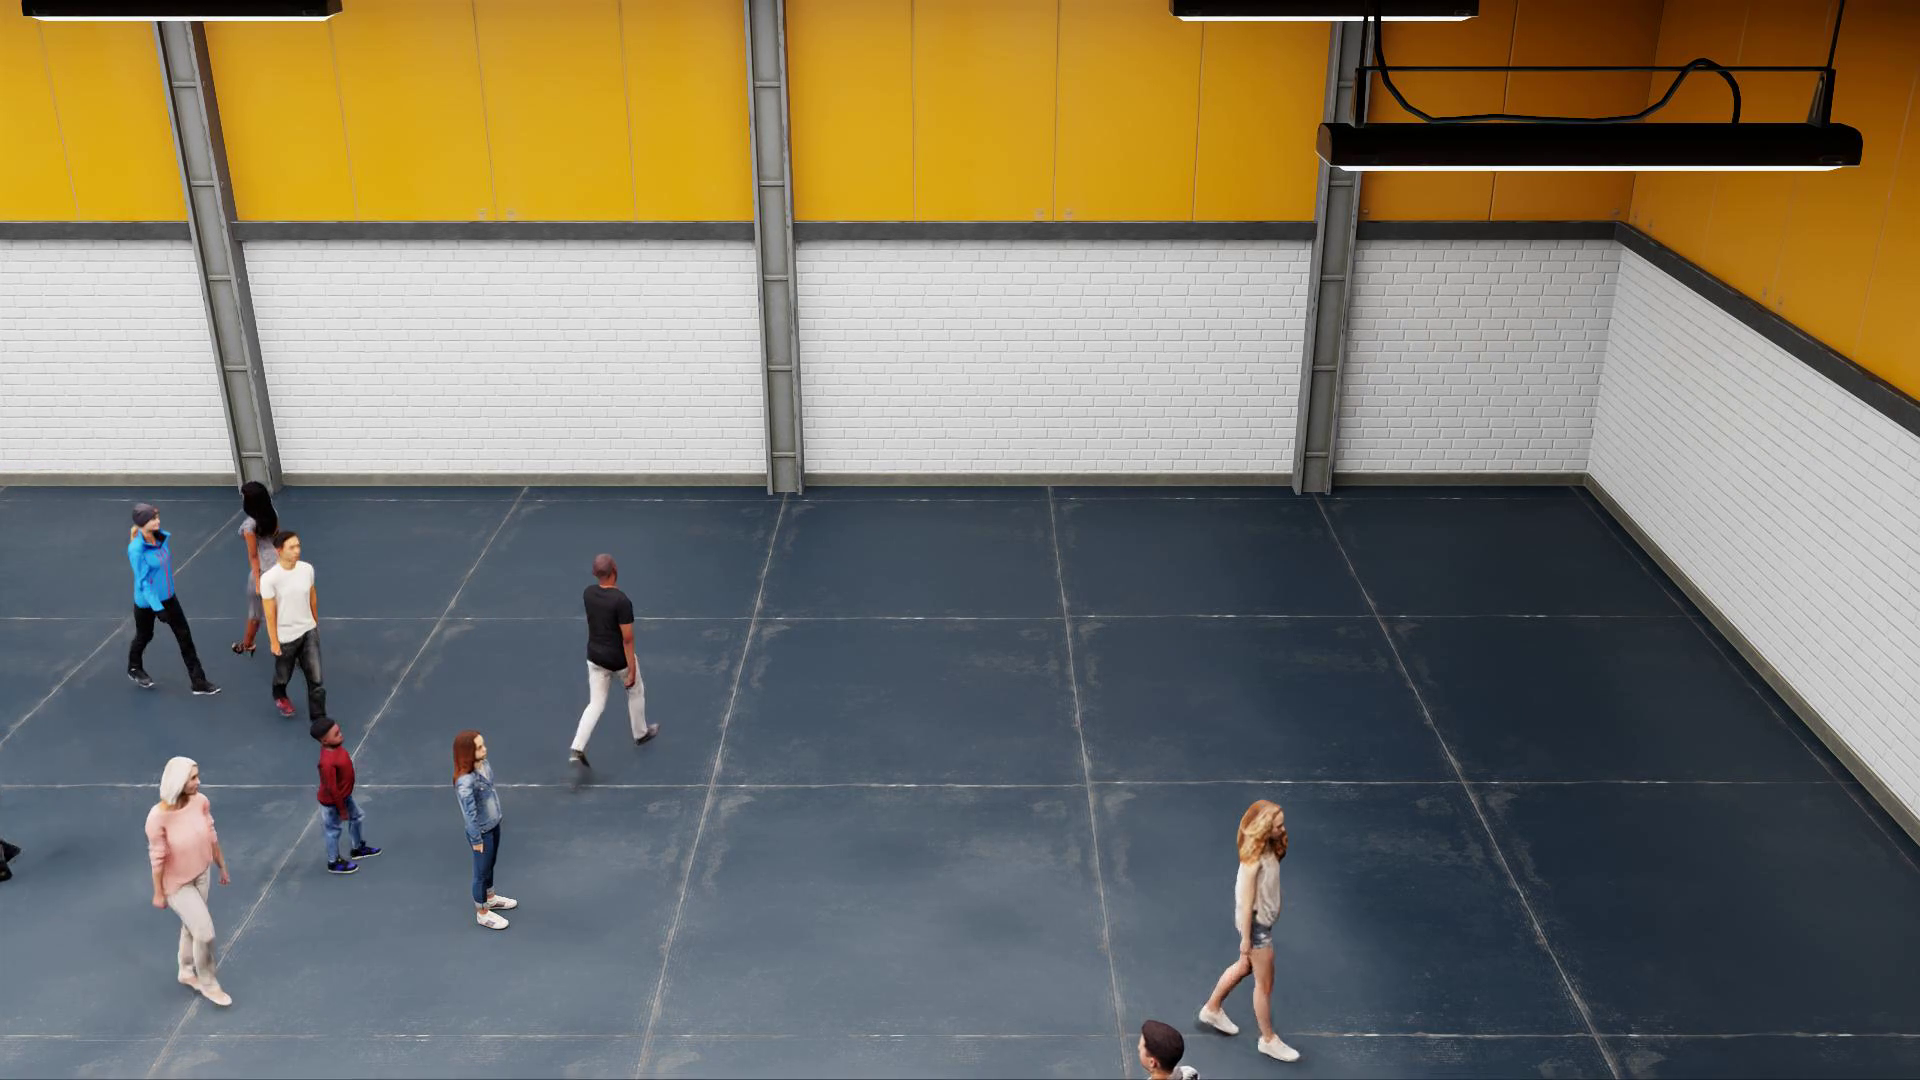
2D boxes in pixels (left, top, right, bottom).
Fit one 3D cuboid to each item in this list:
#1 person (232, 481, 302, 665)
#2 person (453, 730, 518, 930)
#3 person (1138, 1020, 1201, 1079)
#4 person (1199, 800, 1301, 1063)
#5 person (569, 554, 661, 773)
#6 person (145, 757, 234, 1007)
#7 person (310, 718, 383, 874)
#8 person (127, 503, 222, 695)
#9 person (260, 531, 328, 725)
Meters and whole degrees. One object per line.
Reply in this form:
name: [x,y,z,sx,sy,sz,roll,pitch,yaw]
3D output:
person: [-6.027,0.342,14.728,1.125,1.747,0.851,8,25,18]
person: [-3.272,1.954,11.380,0.487,1.476,0.571,0,24,1]
person: [0.983,3.151,8.162,0.763,1.860,0.760,15,28,31]
person: [1.734,2.340,10.163,0.985,1.742,0.805,9,25,21]
person: [-2.832,1.006,13.192,1.259,1.762,1.076,11,26,24]
person: [-5.013,2.152,10.655,0.859,1.694,0.773,10,26,22]
person: [-4.544,1.836,11.938,0.632,1.245,0.576,-5,24,-10]
person: [-6.987,0.537,14.275,1.257,1.753,0.902,8,25,18]
person: [-5.557,0.760,13.743,1.210,1.769,1.118,21,31,39]
